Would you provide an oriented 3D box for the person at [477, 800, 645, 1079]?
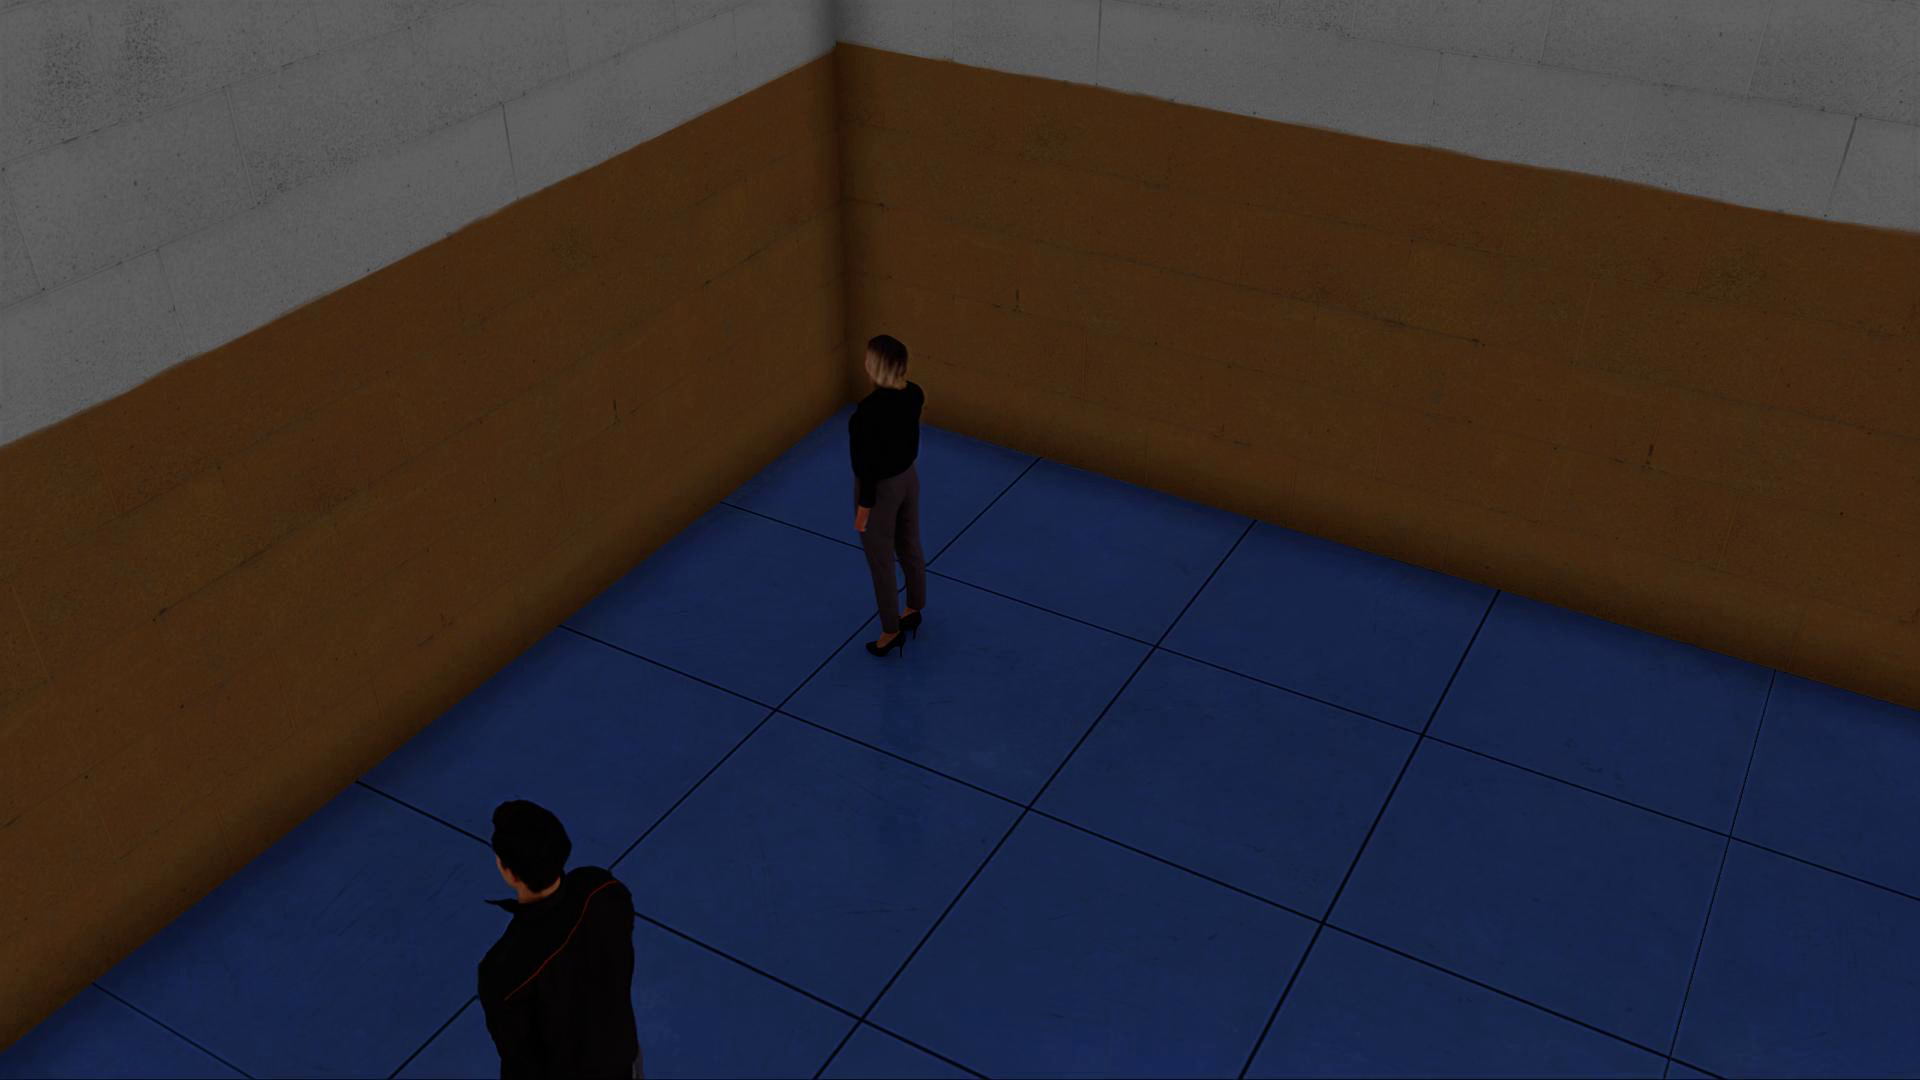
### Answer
[{"bbox_3d":[-1.123,1.525,4.907,0.746,1.945,0.505,17,37,24],"label":"person"}]

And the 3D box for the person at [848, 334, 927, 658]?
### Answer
[{"bbox_3d":[-0.324,-0.189,7.731,0.669,1.671,0.481,20,39,27],"label":"person"}]
